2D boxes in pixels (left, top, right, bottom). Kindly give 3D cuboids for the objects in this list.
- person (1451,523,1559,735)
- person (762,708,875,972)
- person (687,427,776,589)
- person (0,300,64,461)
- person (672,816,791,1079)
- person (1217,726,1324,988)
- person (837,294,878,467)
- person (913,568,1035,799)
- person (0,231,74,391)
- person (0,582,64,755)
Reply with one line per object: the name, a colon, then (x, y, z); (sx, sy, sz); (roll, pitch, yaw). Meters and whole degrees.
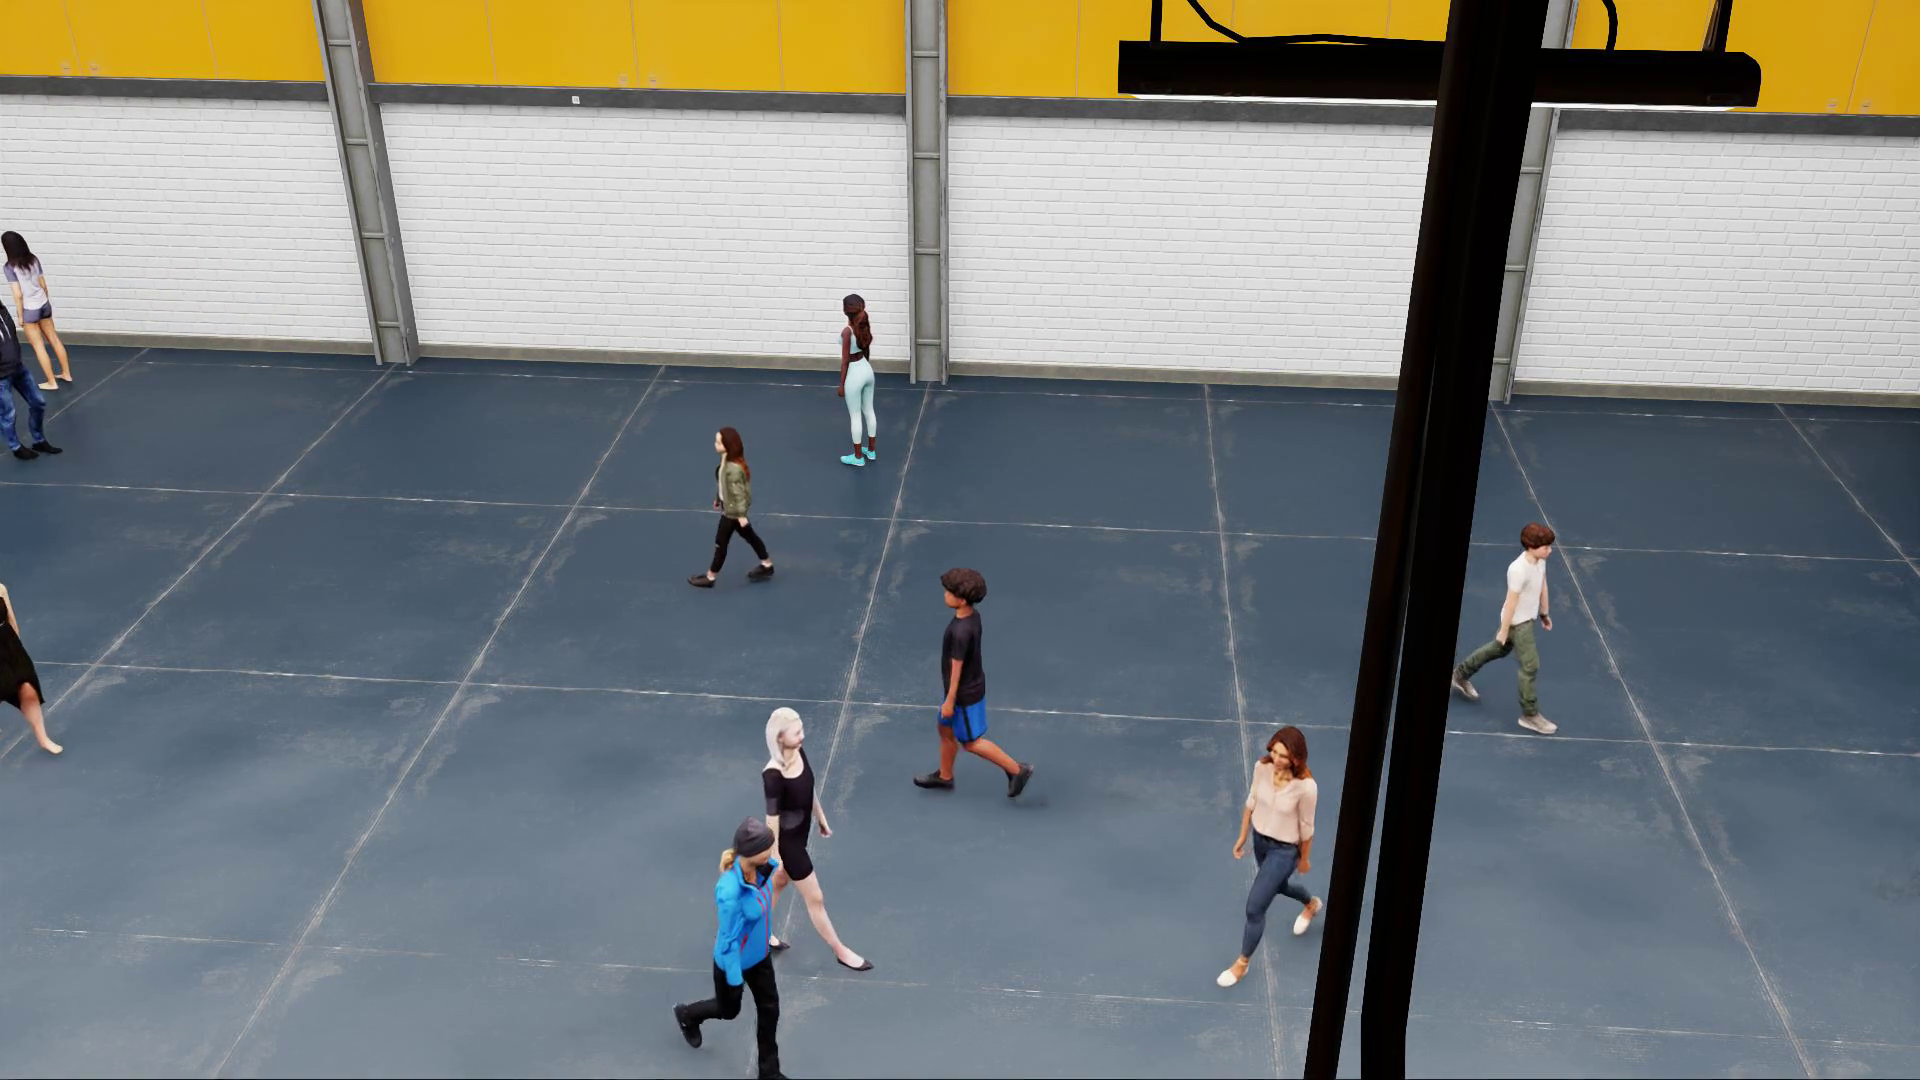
person: (4.024, 0.582, 12.221); (1.204, 1.618, 0.969); (19, 34, 31)
person: (-1.072, 1.775, 9.852); (1.094, 1.791, 0.696); (7, 29, 12)
person: (-1.830, -0.266, 13.964); (1.065, 1.437, 0.827); (-8, 30, -14)
person: (-9.275, -1.636, 16.019); (0.782, 1.873, 0.782); (9, 30, 16)
person: (-1.261, 2.246, 9.015); (1.208, 1.767, 0.934); (17, 33, 29)
person: (1.939, 1.794, 9.866); (1.181, 1.745, 1.073); (-19, 34, -30)
person: (-0.986, -1.547, 16.012); (0.686, 1.724, 0.654); (21, 35, 33)
person: (0.110, 1.011, 11.265); (1.047, 1.779, 0.602); (3, 29, 5)
person: (-9.832, -2.446, 17.653); (0.563, 1.731, 0.627); (9, 30, 16)
person: (-6.923, 0.797, 11.851); (1.108, 1.595, 0.893); (18, 33, 30)
